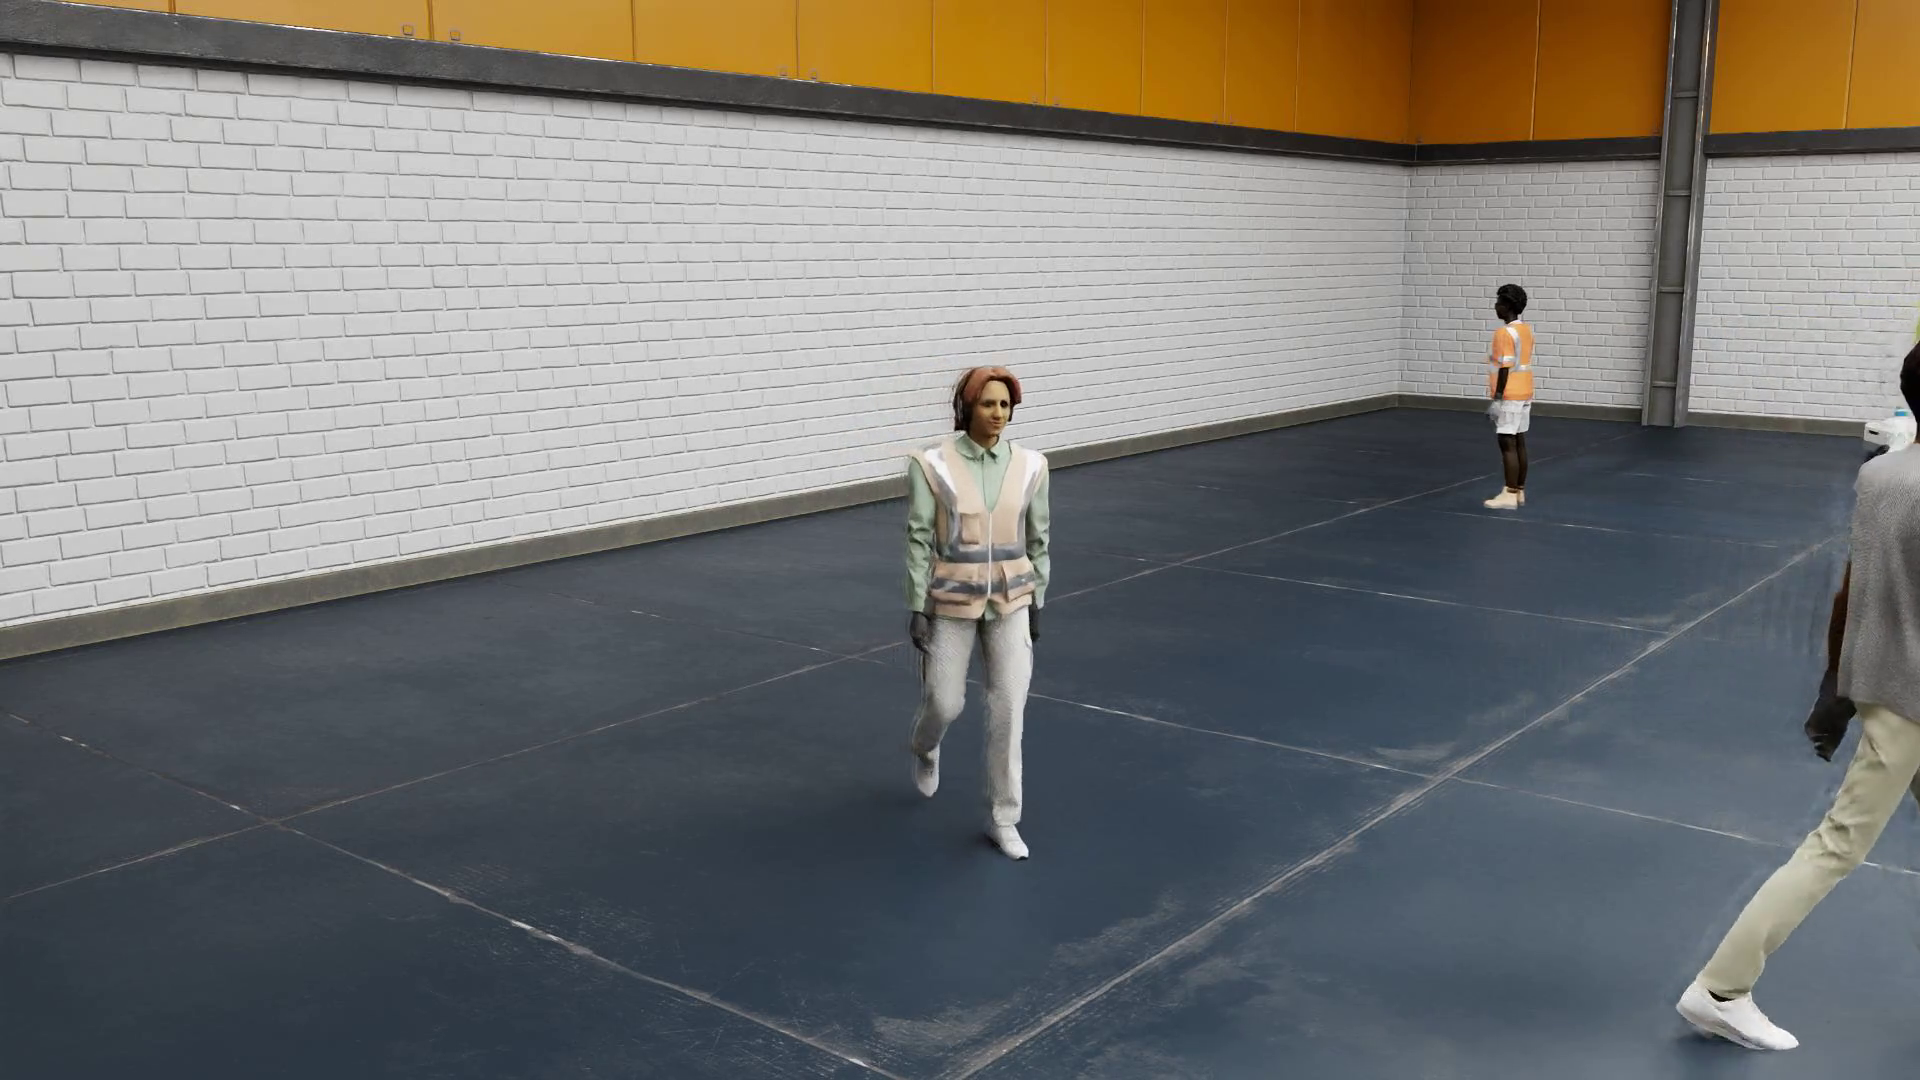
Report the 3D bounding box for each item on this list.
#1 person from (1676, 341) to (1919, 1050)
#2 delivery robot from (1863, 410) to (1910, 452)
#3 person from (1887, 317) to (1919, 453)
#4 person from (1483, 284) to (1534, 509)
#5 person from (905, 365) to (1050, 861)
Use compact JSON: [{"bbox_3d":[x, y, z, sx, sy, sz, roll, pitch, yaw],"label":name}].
[{"bbox_3d":[2.311,0.399,4.087,1.018,1.814,0.506,2,10,10],"label":"person"},{"bbox_3d":[8.124,-0.883,14.384,0.477,0.478,0.707,1,10,6],"label":"delivery robot"},{"bbox_3d":[7.470,-1.154,12.754,0.947,1.787,0.712,3,11,16],"label":"person"},{"bbox_3d":[4.146,-1.074,12.559,0.327,1.693,0.570,7,13,35],"label":"person"},{"bbox_3d":[0.042,0.212,5.599,0.518,1.621,0.624,-3,11,-16],"label":"person"}]
